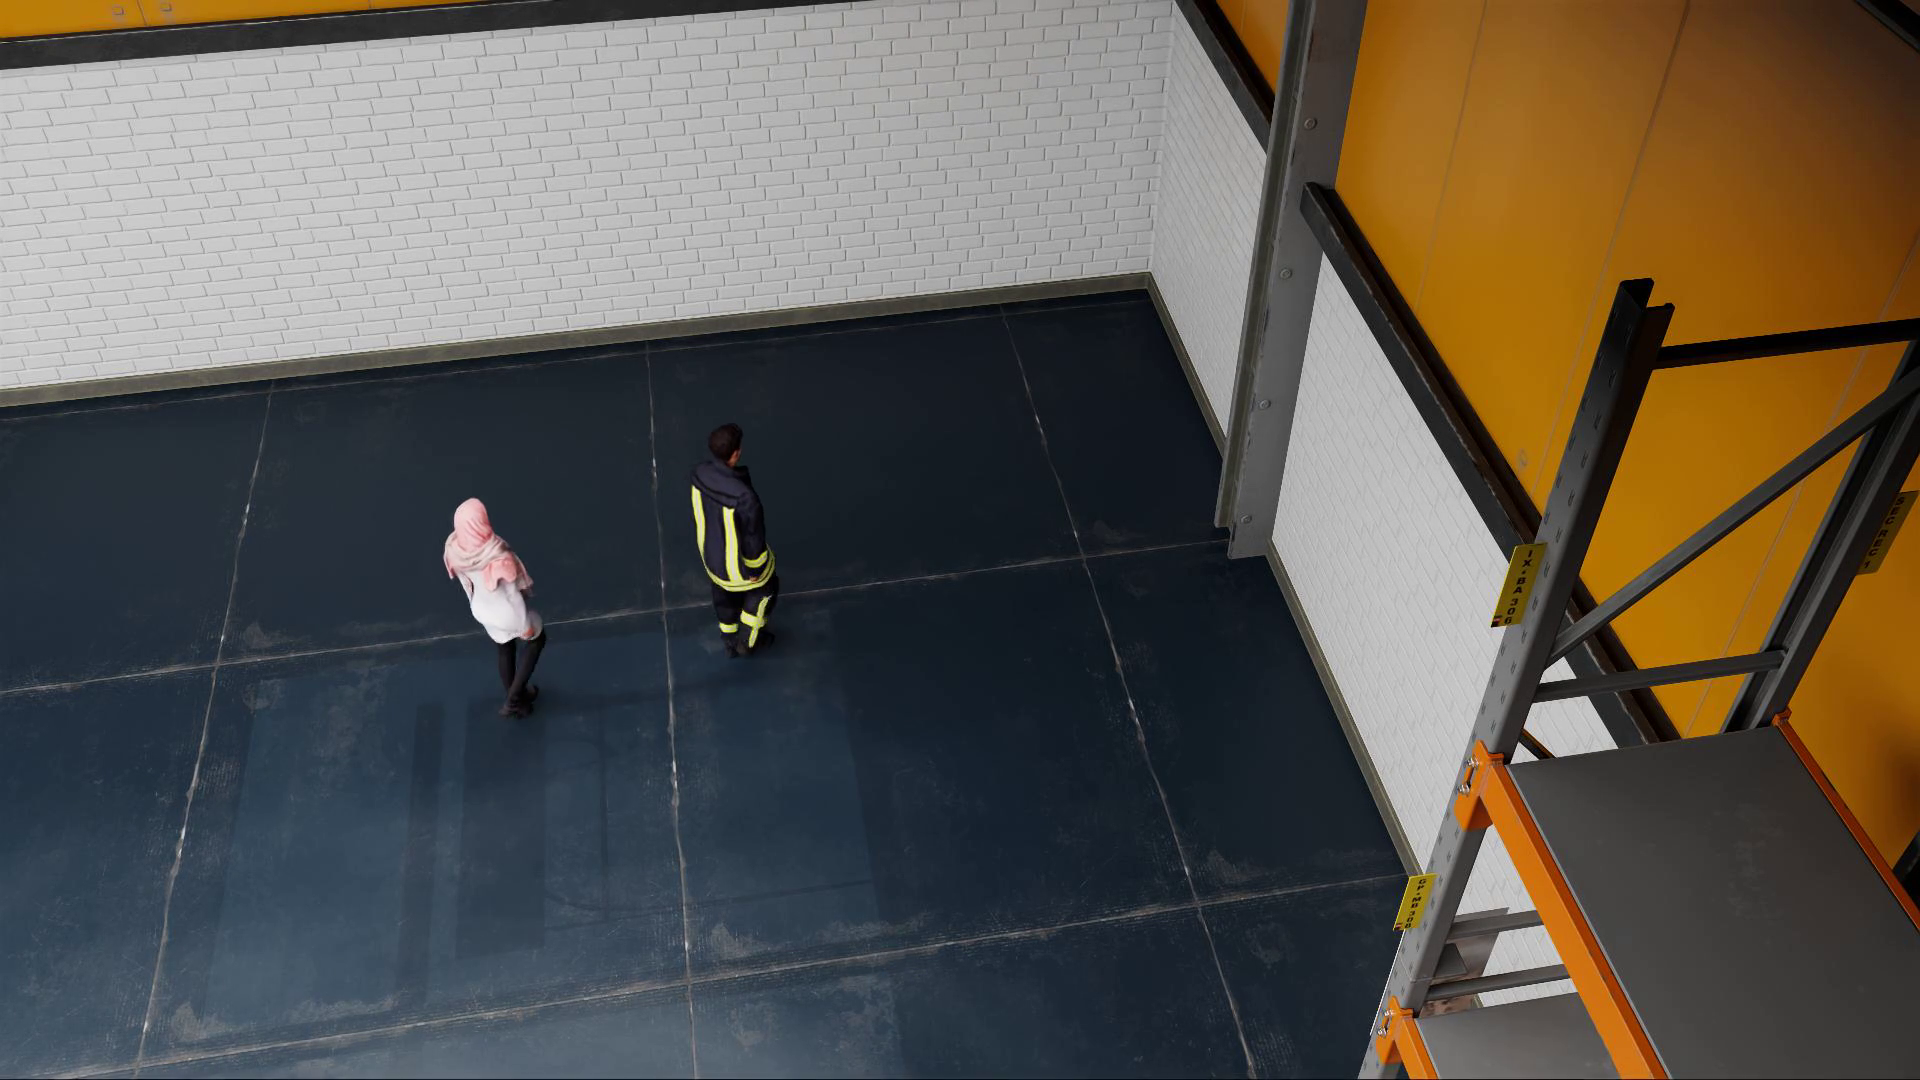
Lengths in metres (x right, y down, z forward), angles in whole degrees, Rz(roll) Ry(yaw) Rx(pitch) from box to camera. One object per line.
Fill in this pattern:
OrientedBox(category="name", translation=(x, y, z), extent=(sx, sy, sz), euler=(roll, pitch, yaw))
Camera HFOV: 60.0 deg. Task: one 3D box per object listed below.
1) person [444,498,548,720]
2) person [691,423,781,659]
OrientedBox(category="person", translation=(-2.882, 0.514, 10.274), extent=(0.803, 1.792, 0.854), euler=(17, 46, 17))
OrientedBox(category="person", translation=(-1.507, 0.081, 10.641), extent=(0.890, 1.913, 0.947), euler=(26, 49, 25))
